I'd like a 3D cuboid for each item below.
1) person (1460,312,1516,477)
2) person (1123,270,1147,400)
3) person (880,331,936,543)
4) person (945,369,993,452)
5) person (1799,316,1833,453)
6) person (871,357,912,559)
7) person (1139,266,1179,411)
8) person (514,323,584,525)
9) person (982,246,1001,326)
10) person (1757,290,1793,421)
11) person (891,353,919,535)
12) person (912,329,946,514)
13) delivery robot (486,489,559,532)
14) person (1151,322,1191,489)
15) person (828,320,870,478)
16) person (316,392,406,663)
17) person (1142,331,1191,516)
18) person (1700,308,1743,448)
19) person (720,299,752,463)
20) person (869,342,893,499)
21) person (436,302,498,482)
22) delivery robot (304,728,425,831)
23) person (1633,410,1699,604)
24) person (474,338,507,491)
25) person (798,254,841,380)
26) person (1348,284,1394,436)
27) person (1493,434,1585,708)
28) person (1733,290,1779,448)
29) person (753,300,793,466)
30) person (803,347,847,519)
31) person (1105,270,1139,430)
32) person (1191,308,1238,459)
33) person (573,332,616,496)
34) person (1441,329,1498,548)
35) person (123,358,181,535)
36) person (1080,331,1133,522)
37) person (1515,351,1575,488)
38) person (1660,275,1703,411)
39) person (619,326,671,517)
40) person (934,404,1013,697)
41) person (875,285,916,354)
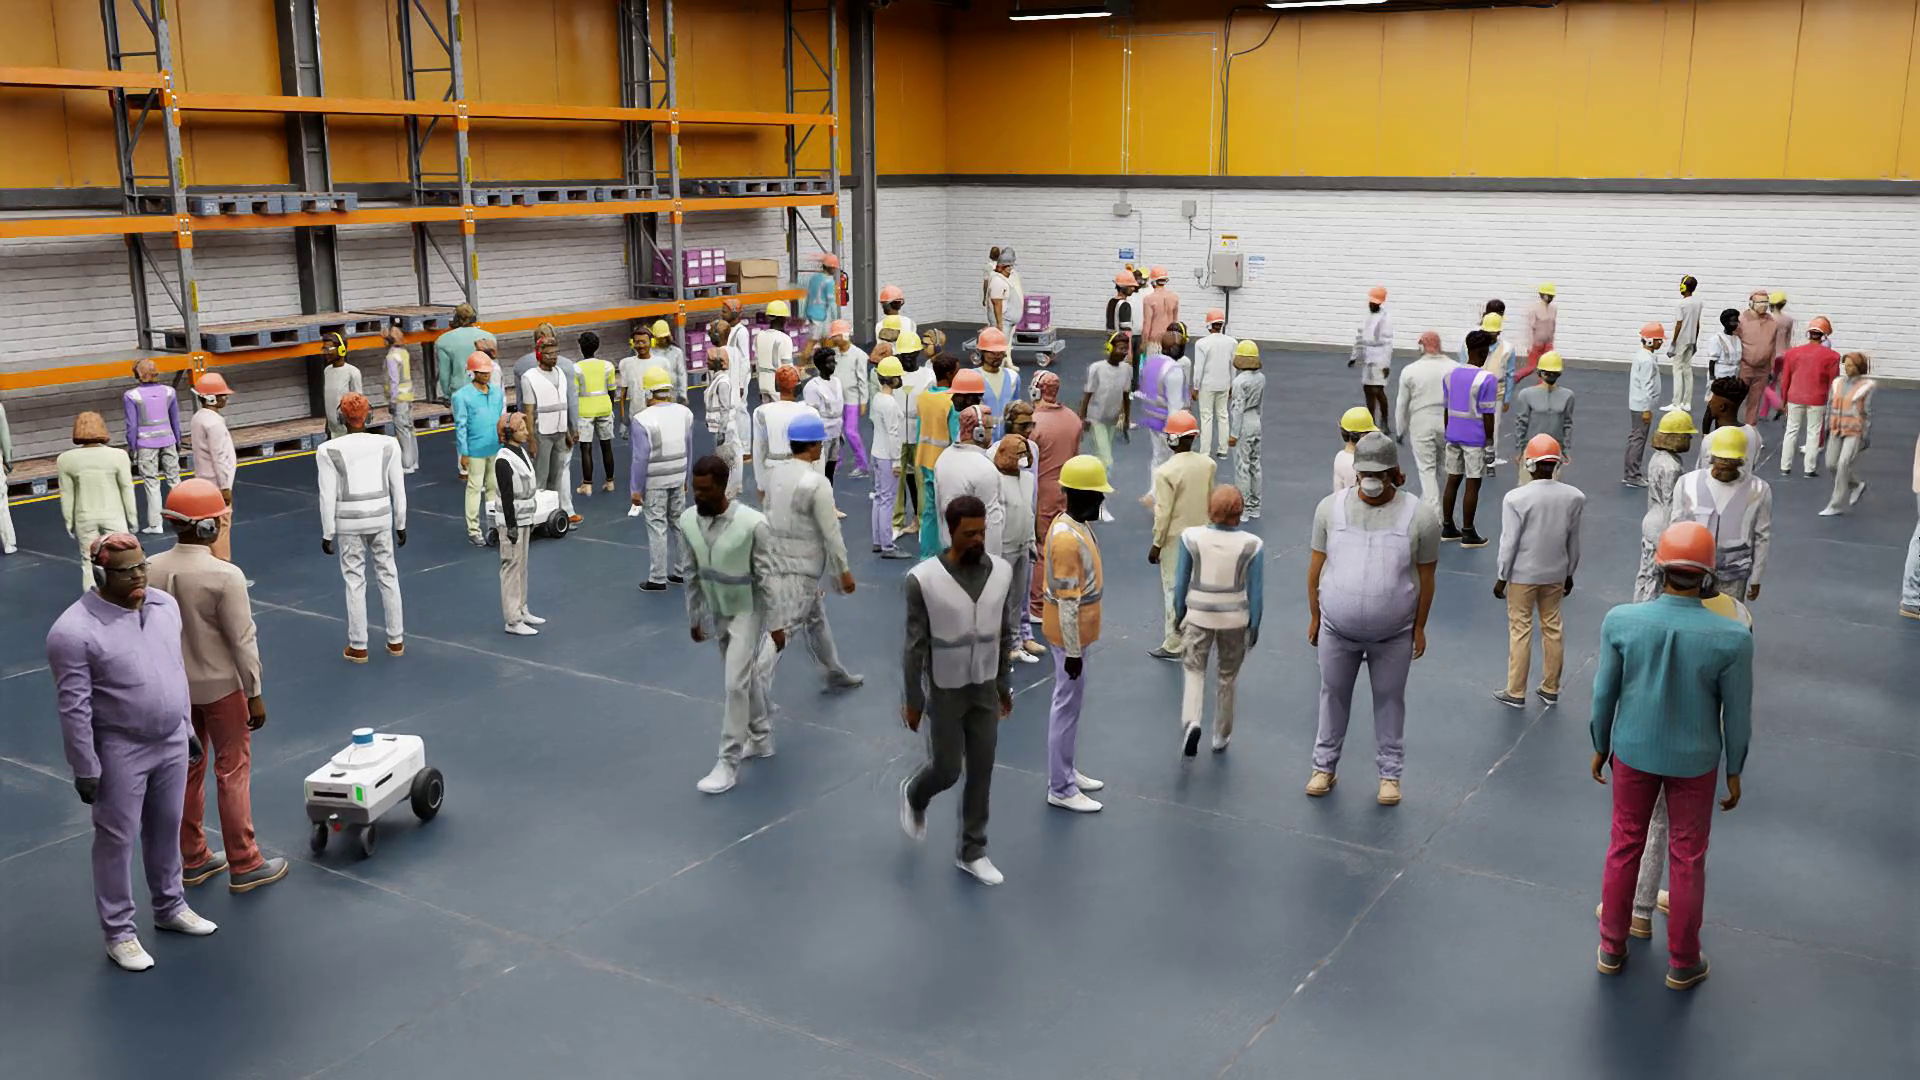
[{"bbox_3d":[5.744,-1.583,18.186,0.581,1.816,0.421,4,14,16],"label":"person"},{"bbox_3d":[2.521,-2.962,24.028,0.513,1.872,0.328,-10,17,-38],"label":"person"},{"bbox_3d":[-0.453,-0.932,15.097,0.587,1.927,0.364,2,13,9],"label":"person"},{"bbox_3d":[0.071,-0.304,12.349,0.364,1.939,0.542,-1,13,-4],"label":"person"},{"bbox_3d":[10.160,-1.839,19.707,0.316,1.625,0.505,4,13,15],"label":"person"},{"bbox_3d":[-0.611,-0.719,14.527,0.312,1.768,0.529,-4,14,-17],"label":"person"},{"bbox_3d":[2.731,-2.762,22.886,0.608,1.996,0.379,-8,15,-31],"label":"person"},{"bbox_3d":[-3.875,-1.083,15.726,0.635,1.939,0.367,4,13,15],"label":"person"},{"bbox_3d":[0.656,-4.480,30.667,0.507,1.847,0.345,-4,14,-17],"label":"person"},{"bbox_3d":[10.697,-2.393,21.828,0.533,1.753,0.581,-4,13,-15],"label":"person"},{"bbox_3d":[-0.520,-0.893,15.456,0.320,1.690,0.537,-10,16,-36],"label":"person"},{"bbox_3d":[-0.242,-1.119,16.089,0.346,1.846,0.506,-7,15,-28],"label":"person"},{"bbox_3d":[-3.981,-0.295,15.134,0.477,0.478,0.707,6,14,24],"label":"delivery robot"},{"bbox_3d":[2.121,-1.257,16.677,0.346,1.857,0.523,-11,17,-41],"label":"person"},{"bbox_3d":[-1.252,-1.536,18.168,0.377,1.722,0.591,-13,18,-43],"label":"person"},{"bbox_3d":[-4.129,-0.087,11.526,0.585,1.882,0.343,-9,16,-34],"label":"person"},{"bbox_3d":[2.008,-1.106,16.067,0.436,1.828,0.658,-4,13,-15],"label":"person"},{"bbox_3d":[9.137,-1.922,19.896,0.542,1.695,0.316,-7,15,-28],"label":"person"},{"bbox_3d":[-2.579,-1.814,19.023,0.355,1.883,0.575,-7,15,-26],"label":"person"},{"bbox_3d":[-0.778,-1.189,16.853,0.268,1.632,0.509,-4,14,-17],"label":"person"},{"bbox_3d":[-5.273,-1.586,17.910,0.630,1.940,0.373,-4,14,-16],"label":"person"},{"bbox_3d":[-3.066,1.215,8.585,0.477,0.478,0.707,2,13,9],"label":"delivery robot"},{"bbox_3d":[4.943,-0.045,11.652,0.297,1.744,0.487,2,13,8],"label":"person"},{"bbox_3d":[-4.848,-1.276,17.241,0.313,1.632,0.517,-7,15,-29],"label":"person"},{"bbox_3d":[-2.151,-3.505,26.172,1.056,1.958,0.619,-8,15,-30],"label":"person"},{"bbox_3d":[5.178,-2.269,20.950,0.428,1.914,0.731,-5,14,-22],"label":"person"},{"bbox_3d":[3.659,0.193,10.599,0.573,1.749,0.342,-3,13,-13],"label":"person"},{"bbox_3d":[9.499,-2.040,19.948,0.642,1.909,0.399,-2,13,-8],"label":"person"},{"bbox_3d":[-2.021,-1.673,18.333,0.397,1.919,0.587,-13,18,-43],"label":"person"},{"bbox_3d":[-1.285,-1.003,15.910,0.319,1.697,0.532,7,15,28],"label":"person"},{"bbox_3d":[2.087,-2.440,21.386,0.391,2.040,0.615,-4,14,-16],"label":"person"},{"bbox_3d":[2.923,-1.794,19.214,0.572,1.750,0.330,-6,14,-24],"label":"person"},{"bbox_3d":[-3.805,-1.303,17.214,0.535,1.697,0.318,-9,16,-35],"label":"person"},{"bbox_3d":[4.580,-0.914,14.959,0.375,1.957,0.603,-6,14,-26],"label":"person"},{"bbox_3d":[-7.478,-0.867,15.447,0.311,1.638,0.523,9,16,34],"label":"person"},{"bbox_3d":[1.427,-1.095,16.013,0.512,1.827,0.650,-10,17,-38],"label":"person"},{"bbox_3d":[5.230,-0.809,14.918,0.525,1.769,0.309,-1,13,-4],"label":"person"},{"bbox_3d":[9.934,-2.693,22.862,0.533,1.870,0.315,-7,15,-28],"label":"person"},{"bbox_3d":[-3.051,-1.156,16.197,0.536,1.869,0.314,-2,13,-10],"label":"person"},{"bbox_3d":[0.102,0.068,10.806,0.405,1.906,0.652,-8,15,-30],"label":"person"},{"bbox_3d":[-0.769,-1.857,18.854,0.388,2.041,0.615,10,16,37],"label":"person"}]
